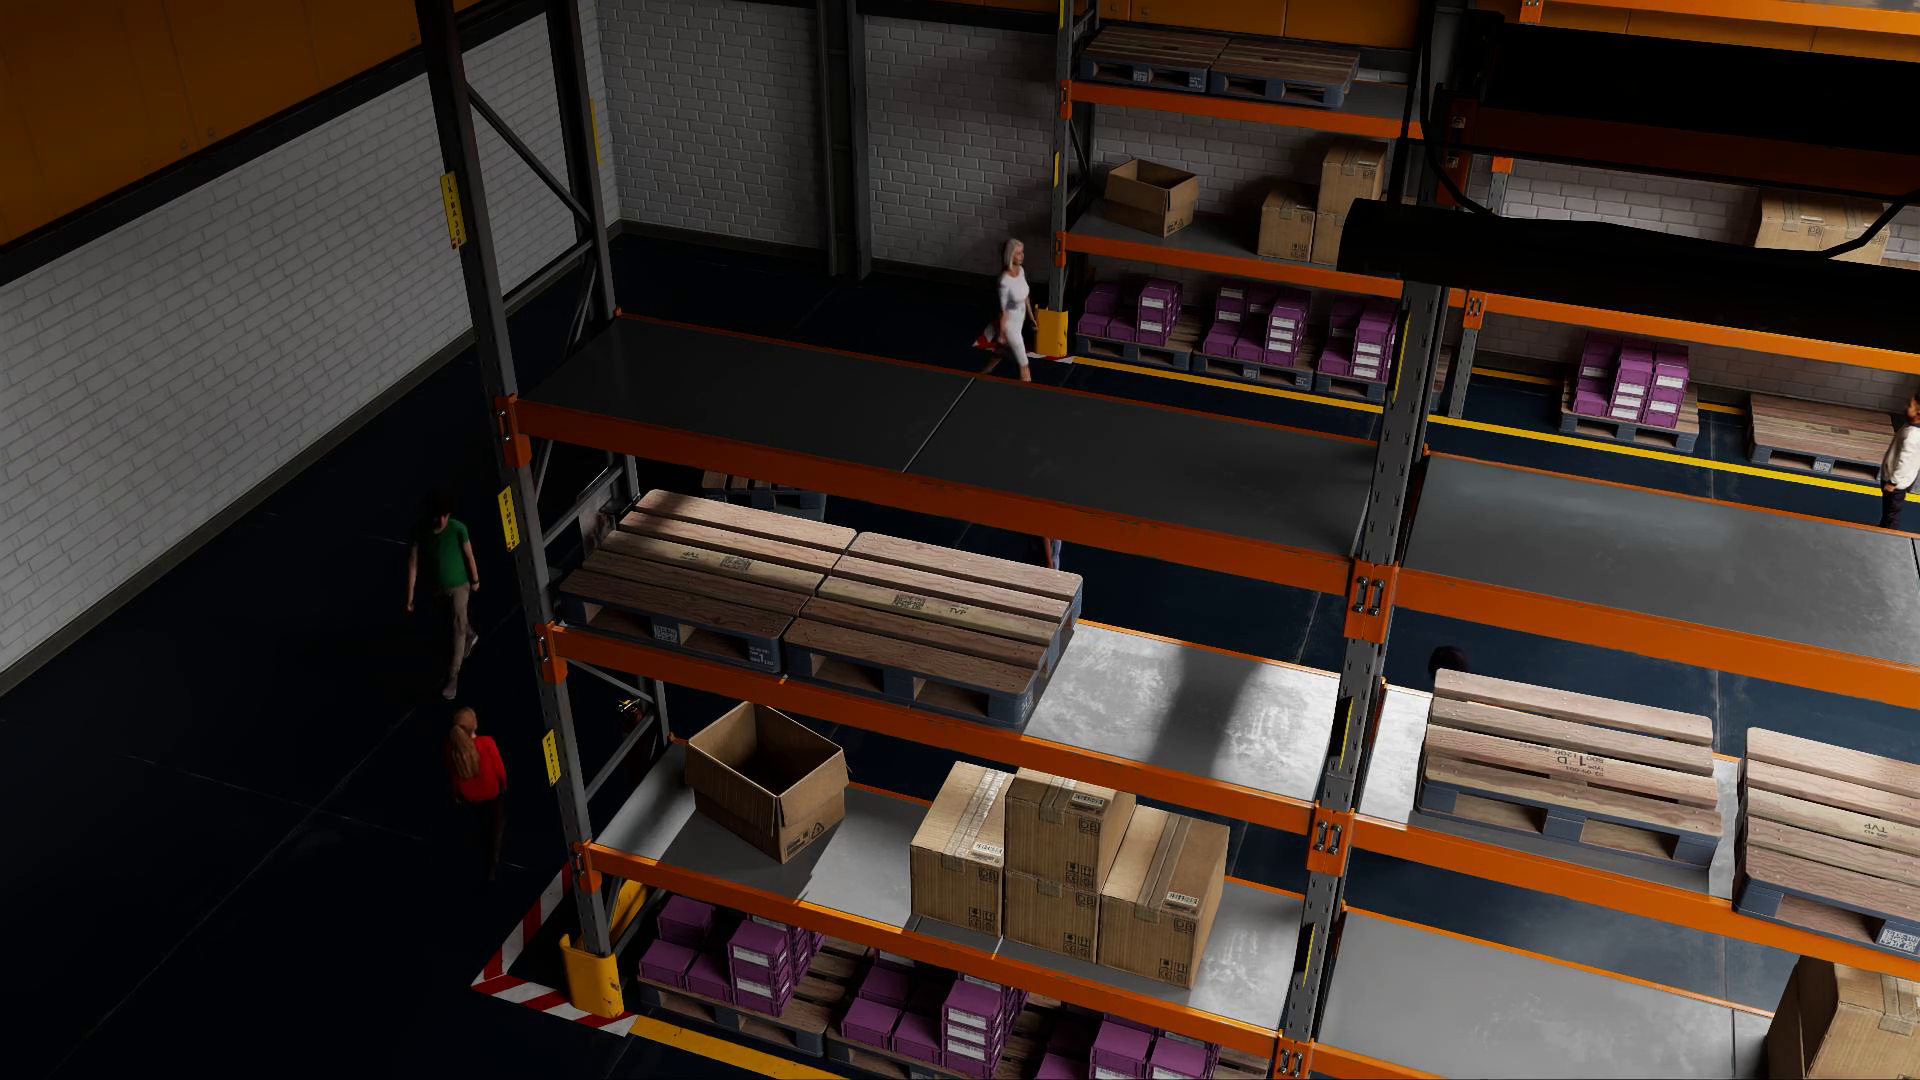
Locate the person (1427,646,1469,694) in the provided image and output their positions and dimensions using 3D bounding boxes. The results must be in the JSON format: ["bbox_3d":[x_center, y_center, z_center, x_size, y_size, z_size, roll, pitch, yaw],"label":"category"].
[{"bbox_3d":[3.062,1.378,10.461,0.697,1.708,0.668,1,34,1],"label":"person"}]

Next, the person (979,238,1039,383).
[{"bbox_3d":[0.406,-2.016,15.569,1.052,1.706,0.553,12,35,17],"label":"person"}]

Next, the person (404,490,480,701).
[{"bbox_3d":[-3.743,0.282,12.210,1.141,1.599,0.889,3,34,4],"label":"person"}]

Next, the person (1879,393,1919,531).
[{"bbox_3d":[7.684,-0.544,13.582,0.556,1.455,0.606,18,38,25],"label":"person"}]

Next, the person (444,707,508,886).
[{"bbox_3d":[-3.035,1.613,10.509,0.878,1.264,0.749,-1,34,-1],"label":"person"}]
